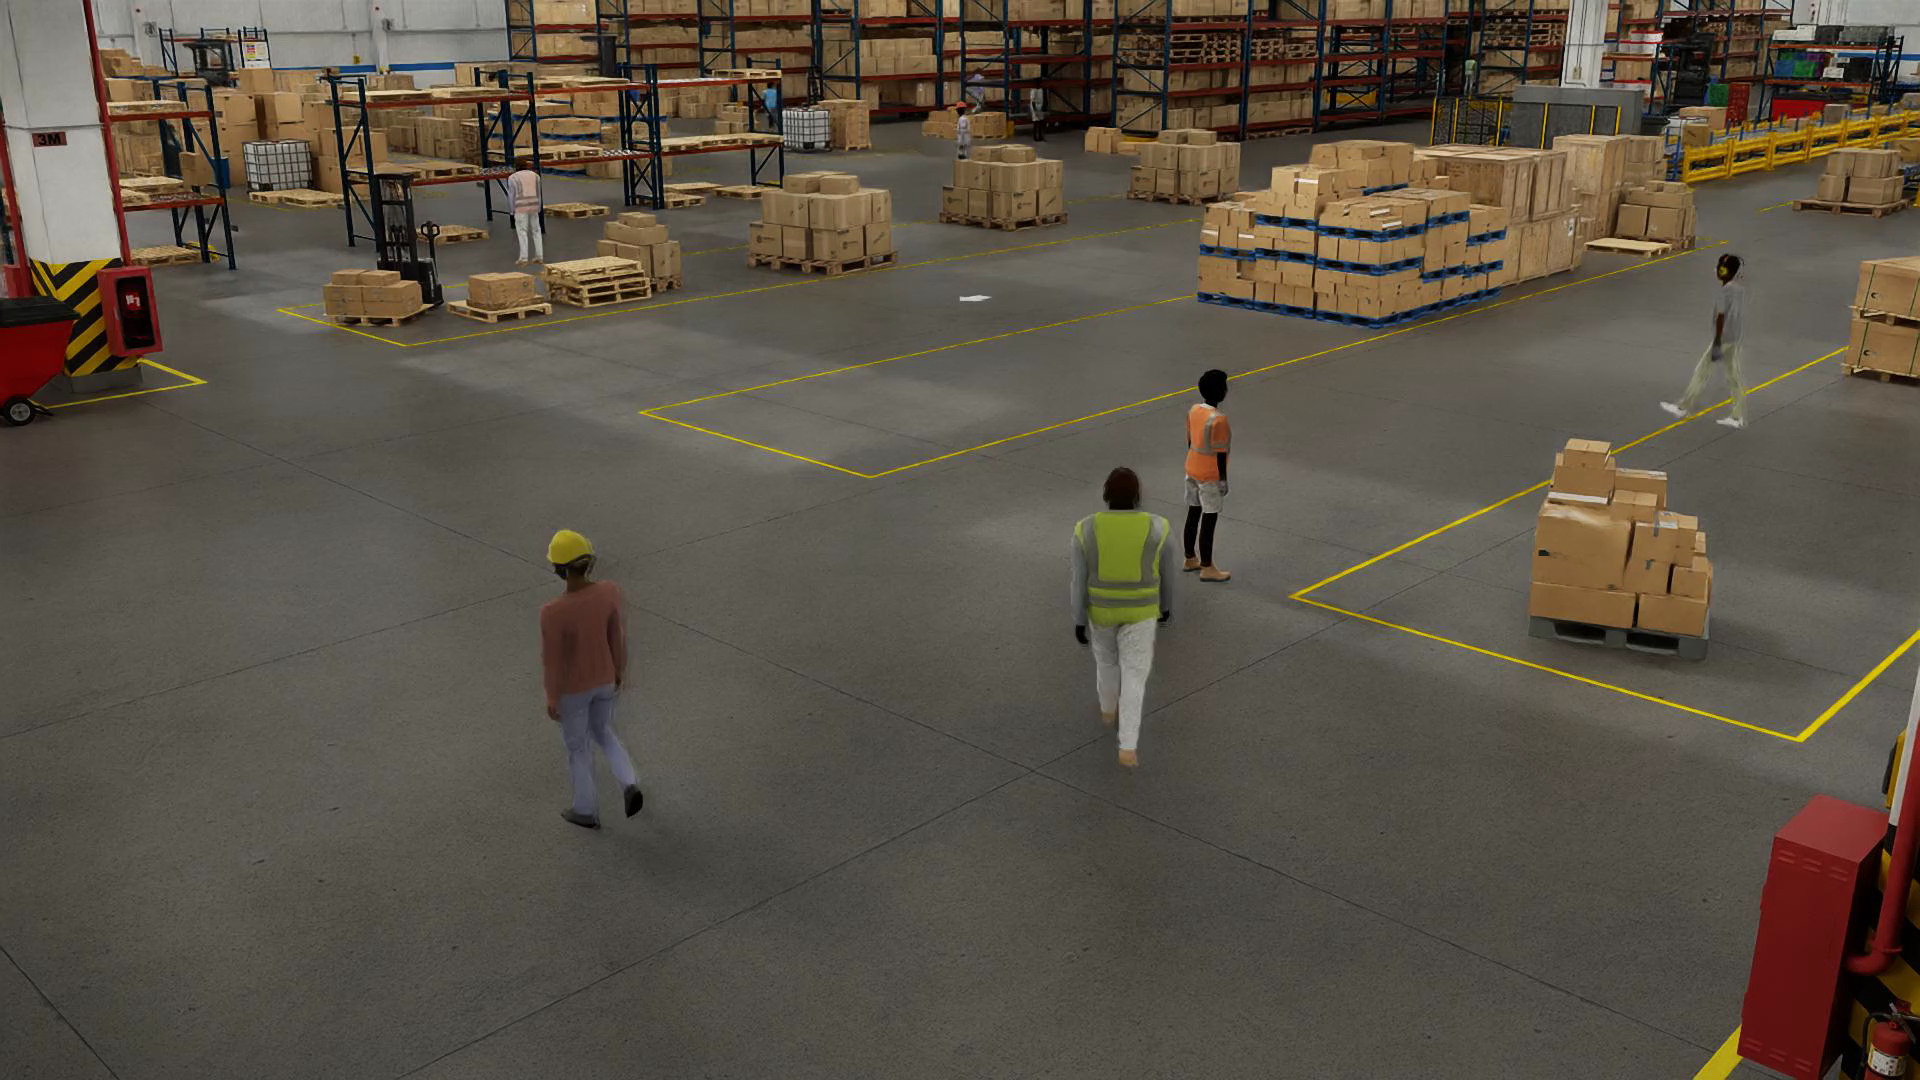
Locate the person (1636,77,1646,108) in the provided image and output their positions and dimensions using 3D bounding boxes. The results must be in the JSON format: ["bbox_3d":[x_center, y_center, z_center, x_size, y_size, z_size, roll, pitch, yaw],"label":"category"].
[{"bbox_3d":[22.704,-14.655,55.808,0.521,1.673,0.548,-17,25,-41],"label":"person"}]

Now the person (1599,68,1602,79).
[{"bbox_3d":[22.291,-15.553,58.185,0.636,1.900,0.399,11,21,30],"label":"person"}]

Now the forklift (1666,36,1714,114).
[{"bbox_3d":[27.341,-17.291,61.877,1.129,2.768,1.873,17,25,41],"label":"forklift"}]

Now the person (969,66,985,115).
[{"bbox_3d":[0.616,-15.729,58.671,0.654,1.924,0.643,-11,21,-30],"label":"person"}]

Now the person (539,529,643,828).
[{"bbox_3d":[-2.050,0.789,9.151,0.459,1.755,0.540,15,23,37],"label":"person"}]

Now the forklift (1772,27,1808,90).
[{"bbox_3d":[38.812,-22.381,77.212,1.129,2.768,1.873,17,25,41],"label":"forklift"}]

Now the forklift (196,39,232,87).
[{"bbox_3d":[-26.222,-16.221,58.652,1.129,2.768,1.873,1,18,3],"label":"forklift"}]

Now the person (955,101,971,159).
[{"bbox_3d":[0.062,-9.714,40.553,0.426,1.915,0.616,1,18,4],"label":"person"}]

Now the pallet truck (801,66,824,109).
[{"bbox_3d":[-4.812,-15.182,56.903,0.823,1.965,1.885,-9,21,-26],"label":"pallet truck"}]

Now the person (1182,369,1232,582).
[{"bbox_3d":[1.963,-0.517,13.185,0.322,1.697,0.530,-7,20,-19],"label":"person"}]

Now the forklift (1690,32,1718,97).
[{"bbox_3d":[29.938,-19.120,67.387,1.129,2.768,1.873,17,25,41],"label":"forklift"}]

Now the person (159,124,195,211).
[{"bbox_3d":[-16.632,-7.860,35.138,0.838,1.821,0.520,10,21,27],"label":"person"}]

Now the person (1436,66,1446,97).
[{"bbox_3d":[18.930,-17.842,65.480,0.286,1.636,0.500,16,24,40],"label":"person"}]

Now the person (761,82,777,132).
[{"bbox_3d":[-6.192,-14.177,54.395,0.540,1.667,0.804,-10,21,-28],"label":"person"}]

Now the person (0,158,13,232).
[{"bbox_3d":[-18.694,-6.975,32.314,0.675,1.914,0.443,13,23,35],"label":"person"}]

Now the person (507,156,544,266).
[{"bbox_3d":[-7.393,-5.590,28.271,0.431,1.835,0.624,17,25,41],"label":"person"}]

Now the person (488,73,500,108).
[{"bbox_3d":[-15.355,-14.461,54.931,1.005,1.877,0.591,9,20,25],"label":"person"}]

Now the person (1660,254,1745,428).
[{"bbox_3d":[8.142,-2.158,17.933,0.554,1.824,0.947,-13,22,-34],"label":"person"}]

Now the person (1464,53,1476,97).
[{"bbox_3d":[22.101,-20.143,72.080,0.390,1.850,0.565,-13,23,-35],"label":"person"}]

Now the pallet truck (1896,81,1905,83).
[{"bbox_3d":[34.802,-16.331,61.455,0.653,1.274,1.630,17,25,41],"label":"pallet truck"}]

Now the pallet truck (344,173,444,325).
[{"bbox_3d":[-8.209,-4.181,23.757,0.823,1.965,1.885,3,19,9],"label":"pallet truck"}]

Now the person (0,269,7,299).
[{"bbox_3d":[-14.502,-4.405,24.637,0.523,1.866,0.620,-3,19,-9],"label":"person"}]

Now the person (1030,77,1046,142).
[{"bbox_3d":[2.397,-13.193,50.982,0.430,1.951,0.631,12,22,32],"label":"person"}]

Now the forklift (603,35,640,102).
[{"bbox_3d":[-13.150,-17.640,62.928,1.873,2.768,1.129,0,18,-1],"label":"forklift"}]

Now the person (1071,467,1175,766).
[{"bbox_3d":[0.990,0.435,10.185,0.620,1.797,1.001,3,19,10],"label":"person"}]
